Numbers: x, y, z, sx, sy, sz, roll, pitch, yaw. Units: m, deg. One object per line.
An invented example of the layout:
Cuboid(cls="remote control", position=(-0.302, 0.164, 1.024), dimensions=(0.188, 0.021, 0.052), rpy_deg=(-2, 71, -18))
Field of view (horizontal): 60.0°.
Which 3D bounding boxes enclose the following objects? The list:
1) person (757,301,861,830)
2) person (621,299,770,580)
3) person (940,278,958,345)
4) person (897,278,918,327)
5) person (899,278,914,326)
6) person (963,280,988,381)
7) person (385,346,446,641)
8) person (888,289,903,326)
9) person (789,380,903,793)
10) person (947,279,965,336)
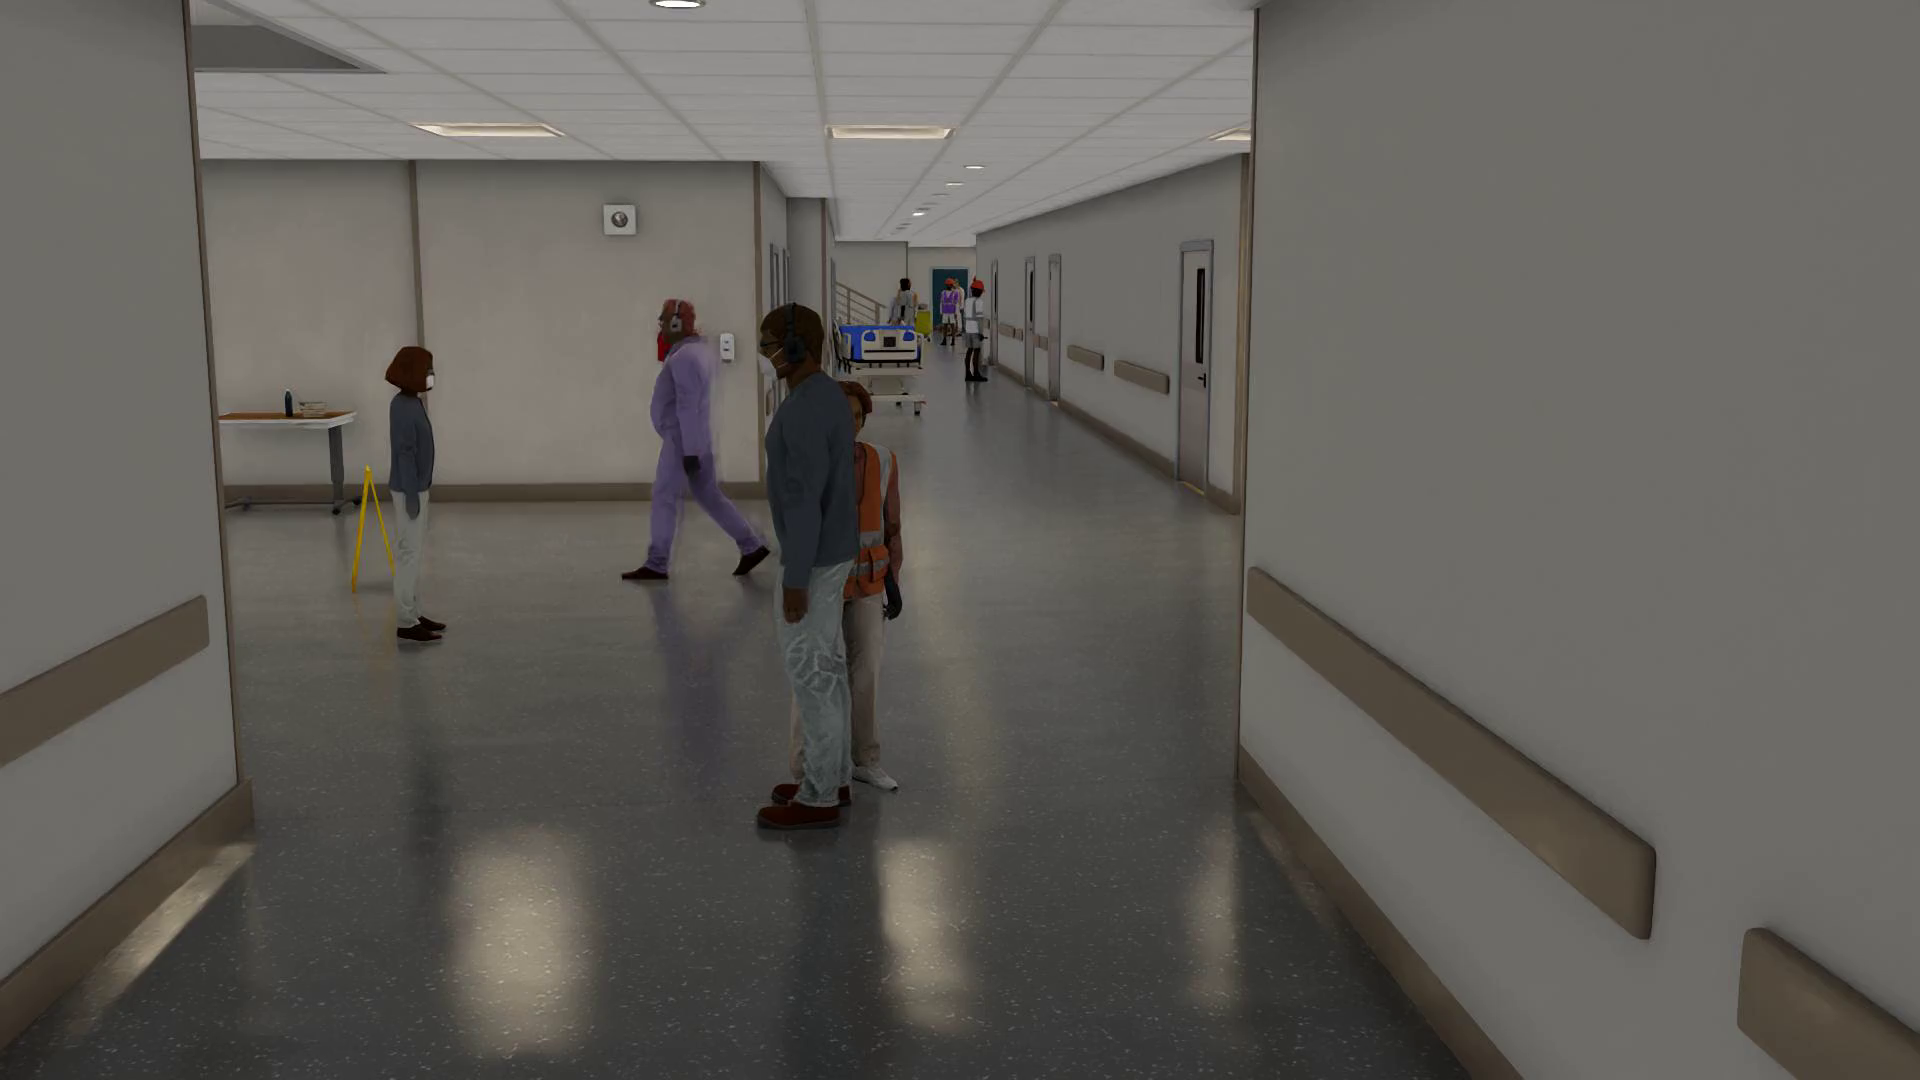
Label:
Cuboid(cls="person", position=(-0.556, 0.094, 6.126), dimensions=(0.377, 1.931, 0.636), rpy_deg=(0, 9, 2))
Cuboid(cls="person", position=(-1.750, -0.660, 11.037), dimensions=(0.936, 1.878, 0.648), rpy_deg=(0, 9, 1))
Cuboid(cls="person", position=(-0.321, -6.579, 47.970), dimensions=(0.545, 1.943, 0.347), rpy_deg=(3, 9, 15))
Cuboid(cls="person", position=(-1.395, -5.953, 44.049), dimensions=(0.543, 1.939, 0.362), rpy_deg=(2, 9, 10))
Cuboid(cls="person", position=(-1.406, -5.851, 43.372), dimensions=(0.385, 1.955, 0.609), rpy_deg=(3, 10, 21))
Cuboid(cls="person", position=(0.296, -3.991, 31.782), dimensions=(0.391, 1.924, 0.547), rpy_deg=(-6, 11, -34))
Cuboid(cls="person", position=(-3.034, -0.258, 9.257), dimensions=(0.270, 1.631, 0.507), rpy_deg=(-2, 9, -12))
Cuboid(cls="person", position=(-1.630, -5.880, 44.358), dimensions=(0.635, 1.700, 0.334), rpy_deg=(-5, 10, -30))
Cuboid(cls="person", position=(-0.458, 0.200, 6.407), dimensions=(0.507, 1.630, 0.316), rpy_deg=(-6, 11, -34))
Cuboid(cls="person", position=(-0.158, -7.703, 55.162), dimensions=(0.638, 1.902, 0.407), rpy_deg=(7, 12, 39))
